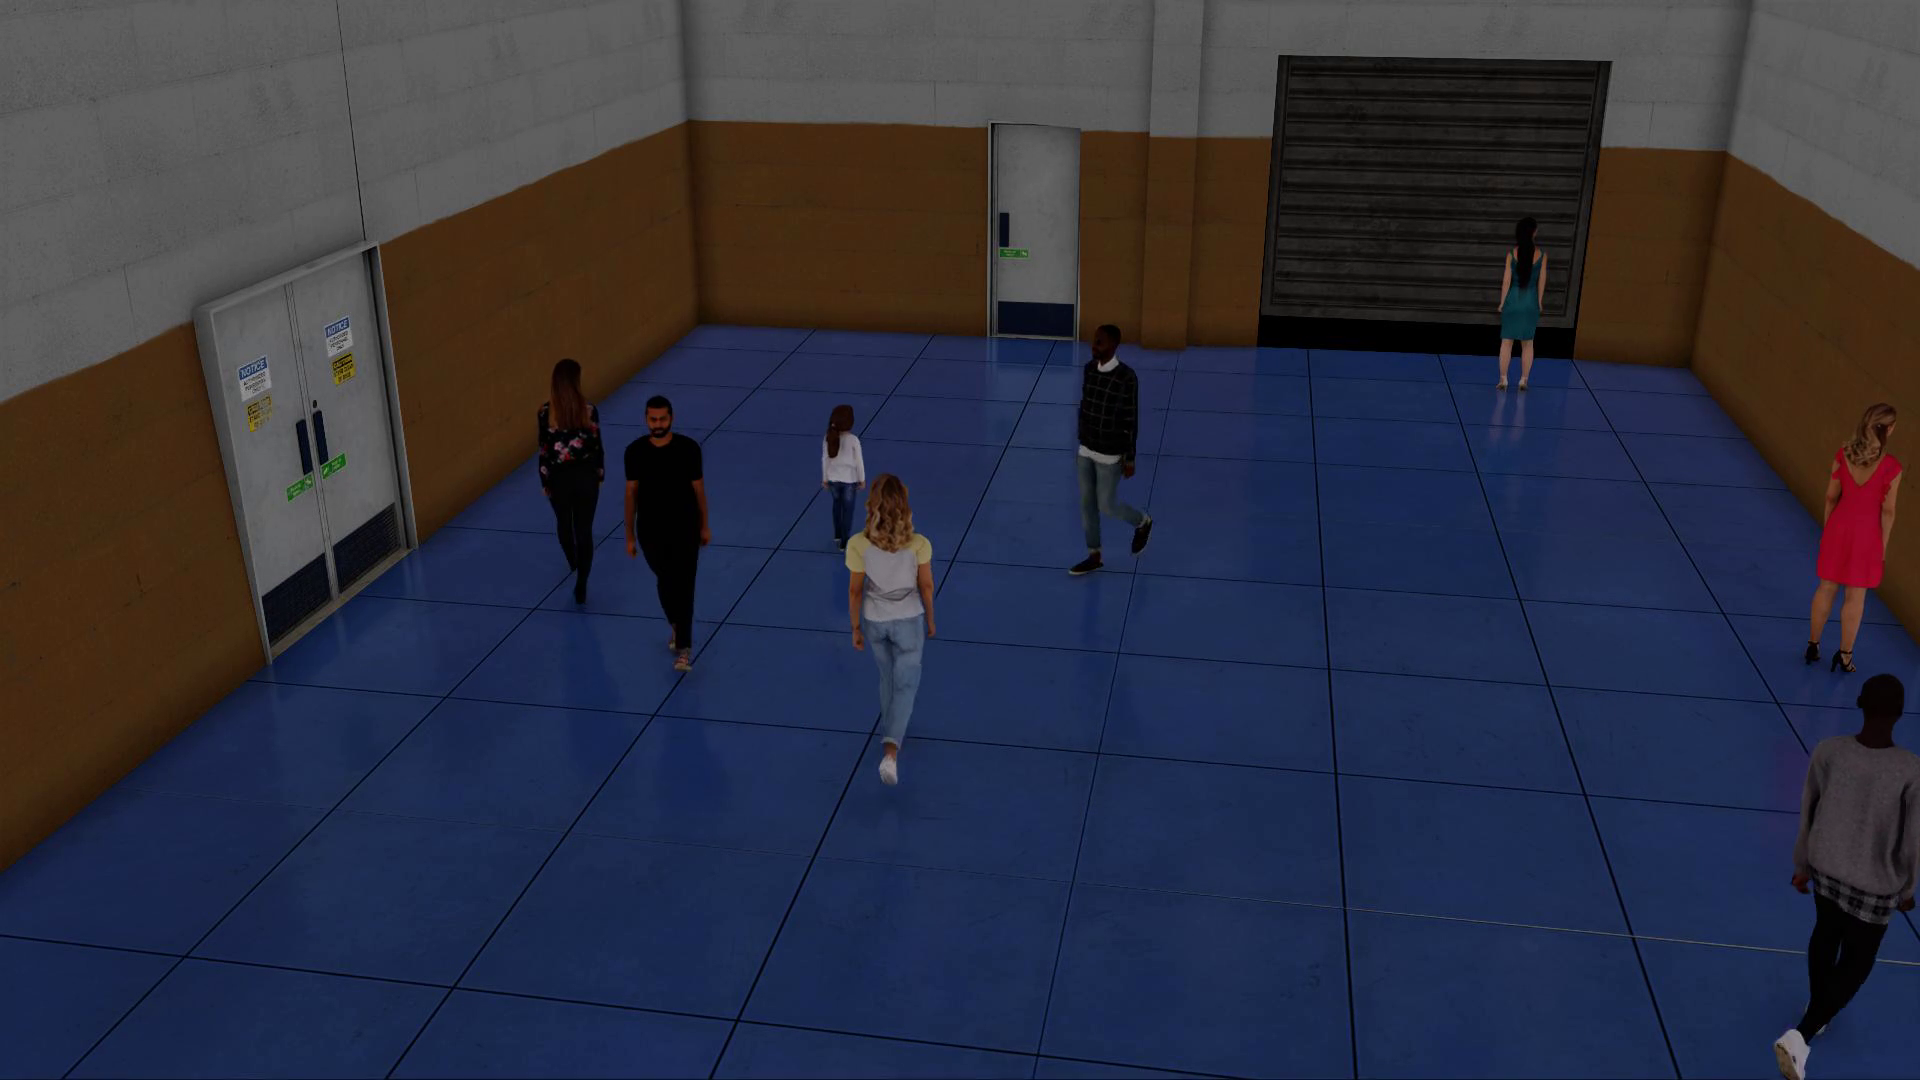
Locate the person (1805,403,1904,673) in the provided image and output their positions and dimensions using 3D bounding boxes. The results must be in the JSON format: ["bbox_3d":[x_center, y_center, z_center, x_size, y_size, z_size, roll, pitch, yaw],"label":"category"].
[{"bbox_3d":[5.510,-0.013,10.272,0.720,1.725,0.661,-15,26,-32],"label":"person"}]

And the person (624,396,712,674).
[{"bbox_3d":[-1.817,-0.075,10.427,1.073,1.724,0.863,-1,22,-2],"label":"person"}]

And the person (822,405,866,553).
[{"bbox_3d":[-0.882,-0.448,12.187,0.454,1.103,0.547,7,23,18],"label":"person"}]

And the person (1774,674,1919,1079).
[{"bbox_3d":[3.592,1.391,6.742,1.100,1.751,1.098,-19,28,-38],"label":"person"}]

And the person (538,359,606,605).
[{"bbox_3d":[-2.612,-0.358,11.257,1.086,1.631,0.899,-4,22,-11],"label":"person"}]

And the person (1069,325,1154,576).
[{"bbox_3d":[1.078,-0.640,11.723,1.051,1.806,1.006,-16,27,-35],"label":"person"}]

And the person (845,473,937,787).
[{"bbox_3d":[-0.362,0.509,8.991,1.041,1.695,0.705,3,22,7],"label":"person"}]

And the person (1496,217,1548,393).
[{"bbox_3d":[5.340,-2.229,15.835,0.402,1.689,0.605,4,22,10],"label":"person"}]
